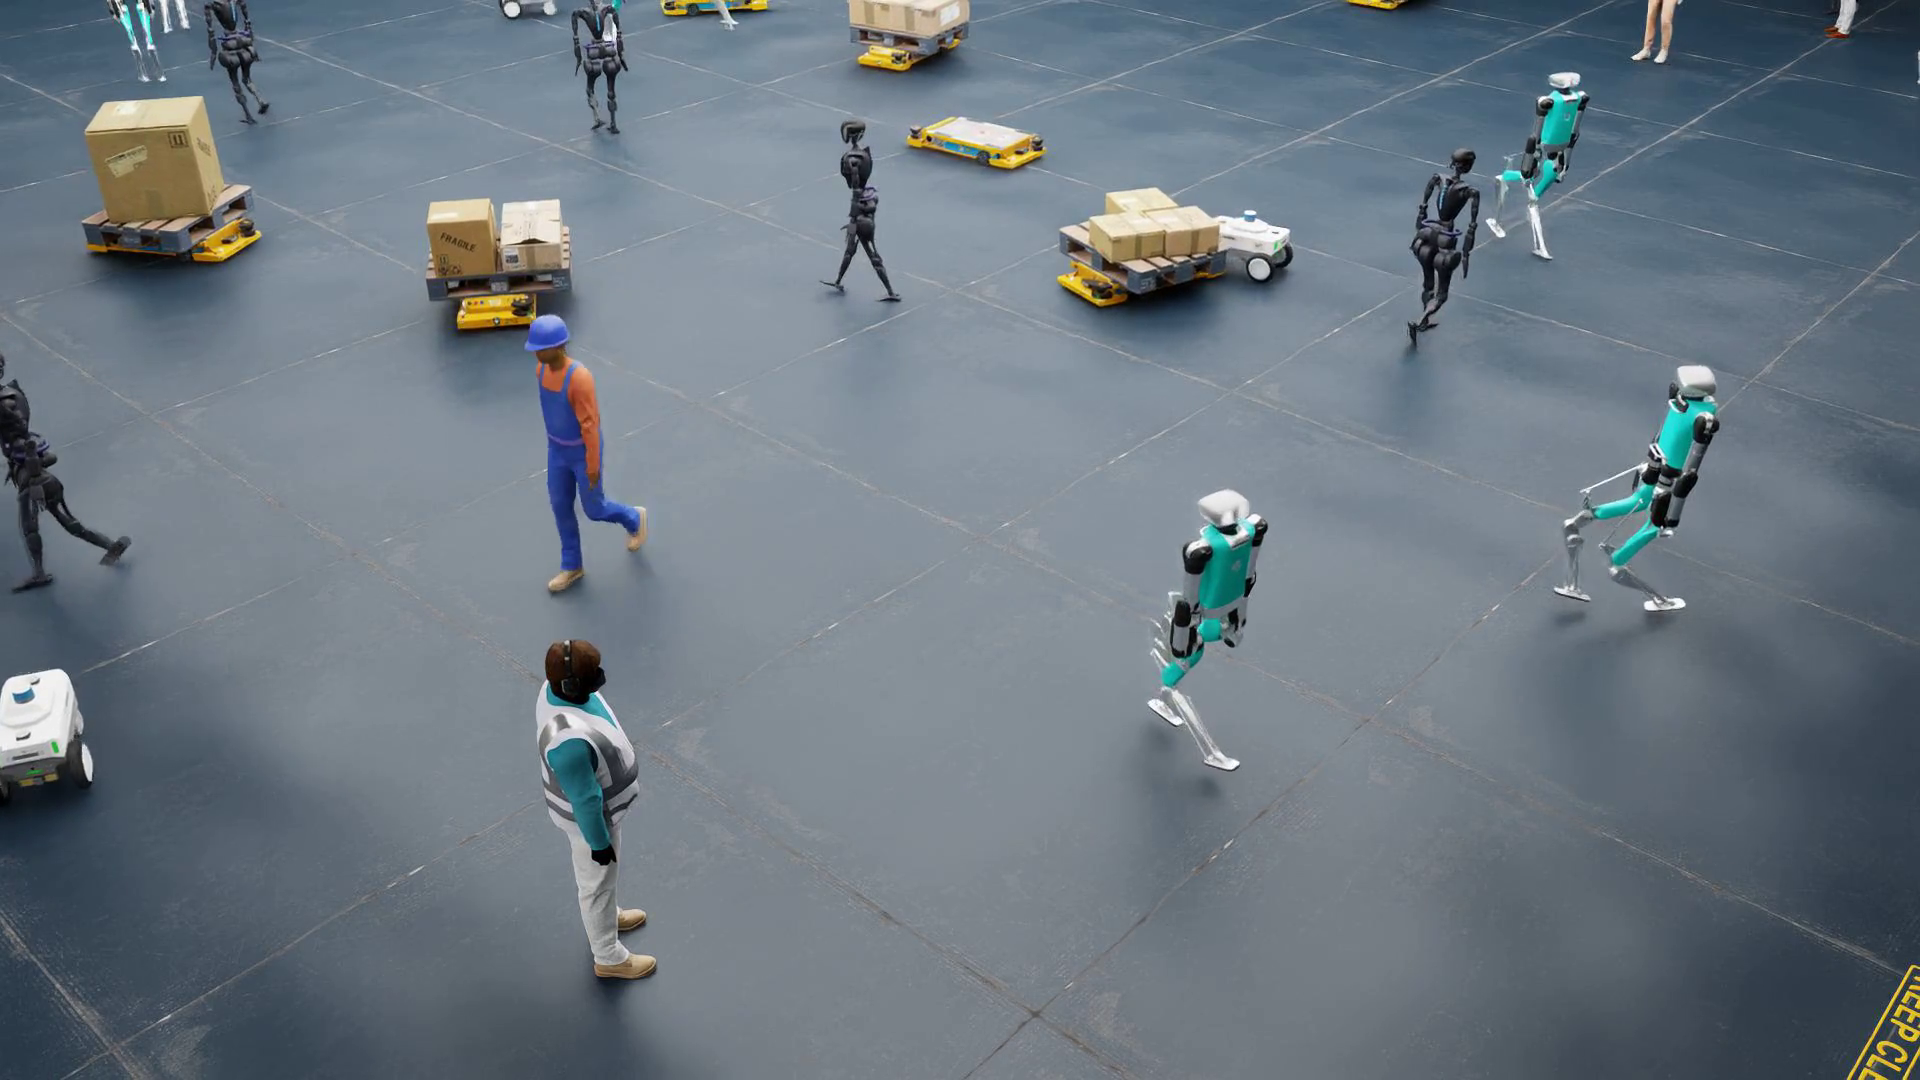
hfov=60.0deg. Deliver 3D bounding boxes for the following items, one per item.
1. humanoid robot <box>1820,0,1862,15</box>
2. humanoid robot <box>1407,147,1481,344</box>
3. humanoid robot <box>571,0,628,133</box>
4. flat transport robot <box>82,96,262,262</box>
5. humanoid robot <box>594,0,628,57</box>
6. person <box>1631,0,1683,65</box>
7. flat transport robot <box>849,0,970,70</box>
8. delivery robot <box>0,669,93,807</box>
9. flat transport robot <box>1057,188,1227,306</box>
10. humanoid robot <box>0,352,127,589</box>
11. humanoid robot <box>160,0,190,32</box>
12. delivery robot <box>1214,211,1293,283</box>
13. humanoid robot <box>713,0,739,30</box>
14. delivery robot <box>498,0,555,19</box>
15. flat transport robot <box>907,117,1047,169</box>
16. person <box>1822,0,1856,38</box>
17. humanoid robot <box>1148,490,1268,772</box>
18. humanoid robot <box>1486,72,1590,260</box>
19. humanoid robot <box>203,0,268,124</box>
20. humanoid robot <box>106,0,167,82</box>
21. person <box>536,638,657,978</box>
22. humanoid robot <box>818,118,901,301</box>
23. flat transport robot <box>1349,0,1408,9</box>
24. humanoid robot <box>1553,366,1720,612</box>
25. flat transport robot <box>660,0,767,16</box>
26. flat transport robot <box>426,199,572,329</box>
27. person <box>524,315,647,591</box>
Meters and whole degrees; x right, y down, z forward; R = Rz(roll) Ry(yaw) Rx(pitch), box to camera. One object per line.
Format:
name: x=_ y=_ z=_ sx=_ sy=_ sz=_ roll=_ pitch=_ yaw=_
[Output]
humanoid robot: x=12.231 y=-8.041 z=22.771 sx=0.451 sy=1.639 sz=0.606 roll=-10 pitch=33 yaw=-16
humanoid robot: x=3.927 y=-2.444 z=13.769 sx=0.563 sy=1.642 sz=0.602 roll=-23 pitch=38 yaw=-32
humanoid robot: x=-3.990 y=-5.351 z=18.434 sx=0.589 sy=1.644 sz=0.335 roll=-15 pitch=35 yaw=-22
flat transport robot: x=-7.475 y=-2.904 z=15.831 sx=1.431 sy=0.231 sz=0.659 roll=7 pitch=32 yaw=11
humanoid robot: x=-4.481 y=-7.055 z=21.174 sx=0.533 sy=1.767 sz=1.025 roll=-10 pitch=33 yaw=-15
person: x=8.809 y=-6.909 z=20.776 sx=0.410 sy=1.859 sz=0.542 roll=-19 pitch=37 yaw=-28
flat transport robot: x=-0.654 y=-6.323 z=21.336 sx=0.659 sy=0.231 sz=1.431 roll=17 pitch=36 yaw=26
delivery robot: x=-5.091 y=1.074 z=9.166 sx=0.499 sy=0.608 sz=0.786 roll=-11 pitch=33 yaw=-17
flat transport robot: x=1.655 y=-2.447 z=15.094 sx=1.431 sy=0.231 sz=0.659 roll=-19 pitch=36 yaw=-27
humanoid robot: x=-5.891 y=-0.461 z=10.623 sx=0.694 sy=1.660 sz=0.605 roll=-27 pitch=41 yaw=-36
humanoid robot: x=-10.566 y=-7.594 z=22.018 sx=0.531 sy=1.813 sz=0.725 roll=-9 pitch=33 yaw=-14
delivery robot: x=2.651 y=-2.717 z=15.251 sx=0.754 sy=0.586 sz=0.524 roll=18 pitch=36 yaw=26
humanoid robot: x=-3.197 y=-7.712 z=22.209 sx=0.675 sy=1.825 sz=0.544 roll=7 pitch=33 yaw=11
delivery robot: x=-6.047 y=-7.537 z=23.038 sx=0.792 sy=0.614 sz=0.499 roll=-11 pitch=33 yaw=-17
flat transport robot: x=0.179 y=-4.351 z=18.161 sx=1.431 sy=0.231 sz=0.659 roll=21 pitch=38 yaw=30
person: x=11.729 y=-7.539 z=21.827 sx=0.367 sy=1.823 sz=0.509 roll=8 pitch=33 yaw=13
humanoid robot: x=1.252 y=0.432 z=9.075 sx=0.547 sy=1.730 sz=1.023 roll=-21 pitch=38 yaw=-31
humanoid robot: x=5.303 y=-3.556 z=15.526 sx=0.530 sy=1.775 sz=1.002 roll=-12 pitch=34 yaw=-19
humanoid robot: x=-8.162 y=-5.523 z=18.717 sx=0.374 sy=1.647 sz=0.588 roll=19 pitch=36 yaw=27
humanoid robot: x=-9.950 y=-6.361 z=19.996 sx=0.532 sy=1.783 sz=0.720 roll=-15 pitch=35 yaw=-22
person: x=-1.685 y=1.228 z=7.688 sx=0.429 sy=1.844 sz=0.626 roll=-8 pitch=33 yaw=-13
humanoid robot: x=-0.903 y=-2.860 z=14.458 sx=0.756 sy=1.625 sz=0.600 roll=1 pitch=32 yaw=2
flat transport robot: x=6.218 y=-7.884 z=23.849 sx=0.659 sy=0.231 sz=1.431 roll=24 pitch=39 yaw=34
humanoid robot: x=4.101 y=-0.250 z=10.205 sx=1.024 sy=1.766 sz=0.552 roll=0 pitch=32 yaw=0
flat transport robot: x=-3.468 y=-7.577 z=23.354 sx=1.431 sy=0.231 sz=0.659 roll=-8 pitch=33 yaw=-12
flat transport robot: x=-4.057 y=-2.267 z=14.805 sx=0.659 sy=0.231 sz=1.431 roll=-6 pitch=32 yaw=-10
person: x=-2.404 y=-0.605 z=10.597 sx=0.516 sy=1.885 sz=0.718 roll=19 pitch=37 yaw=28
